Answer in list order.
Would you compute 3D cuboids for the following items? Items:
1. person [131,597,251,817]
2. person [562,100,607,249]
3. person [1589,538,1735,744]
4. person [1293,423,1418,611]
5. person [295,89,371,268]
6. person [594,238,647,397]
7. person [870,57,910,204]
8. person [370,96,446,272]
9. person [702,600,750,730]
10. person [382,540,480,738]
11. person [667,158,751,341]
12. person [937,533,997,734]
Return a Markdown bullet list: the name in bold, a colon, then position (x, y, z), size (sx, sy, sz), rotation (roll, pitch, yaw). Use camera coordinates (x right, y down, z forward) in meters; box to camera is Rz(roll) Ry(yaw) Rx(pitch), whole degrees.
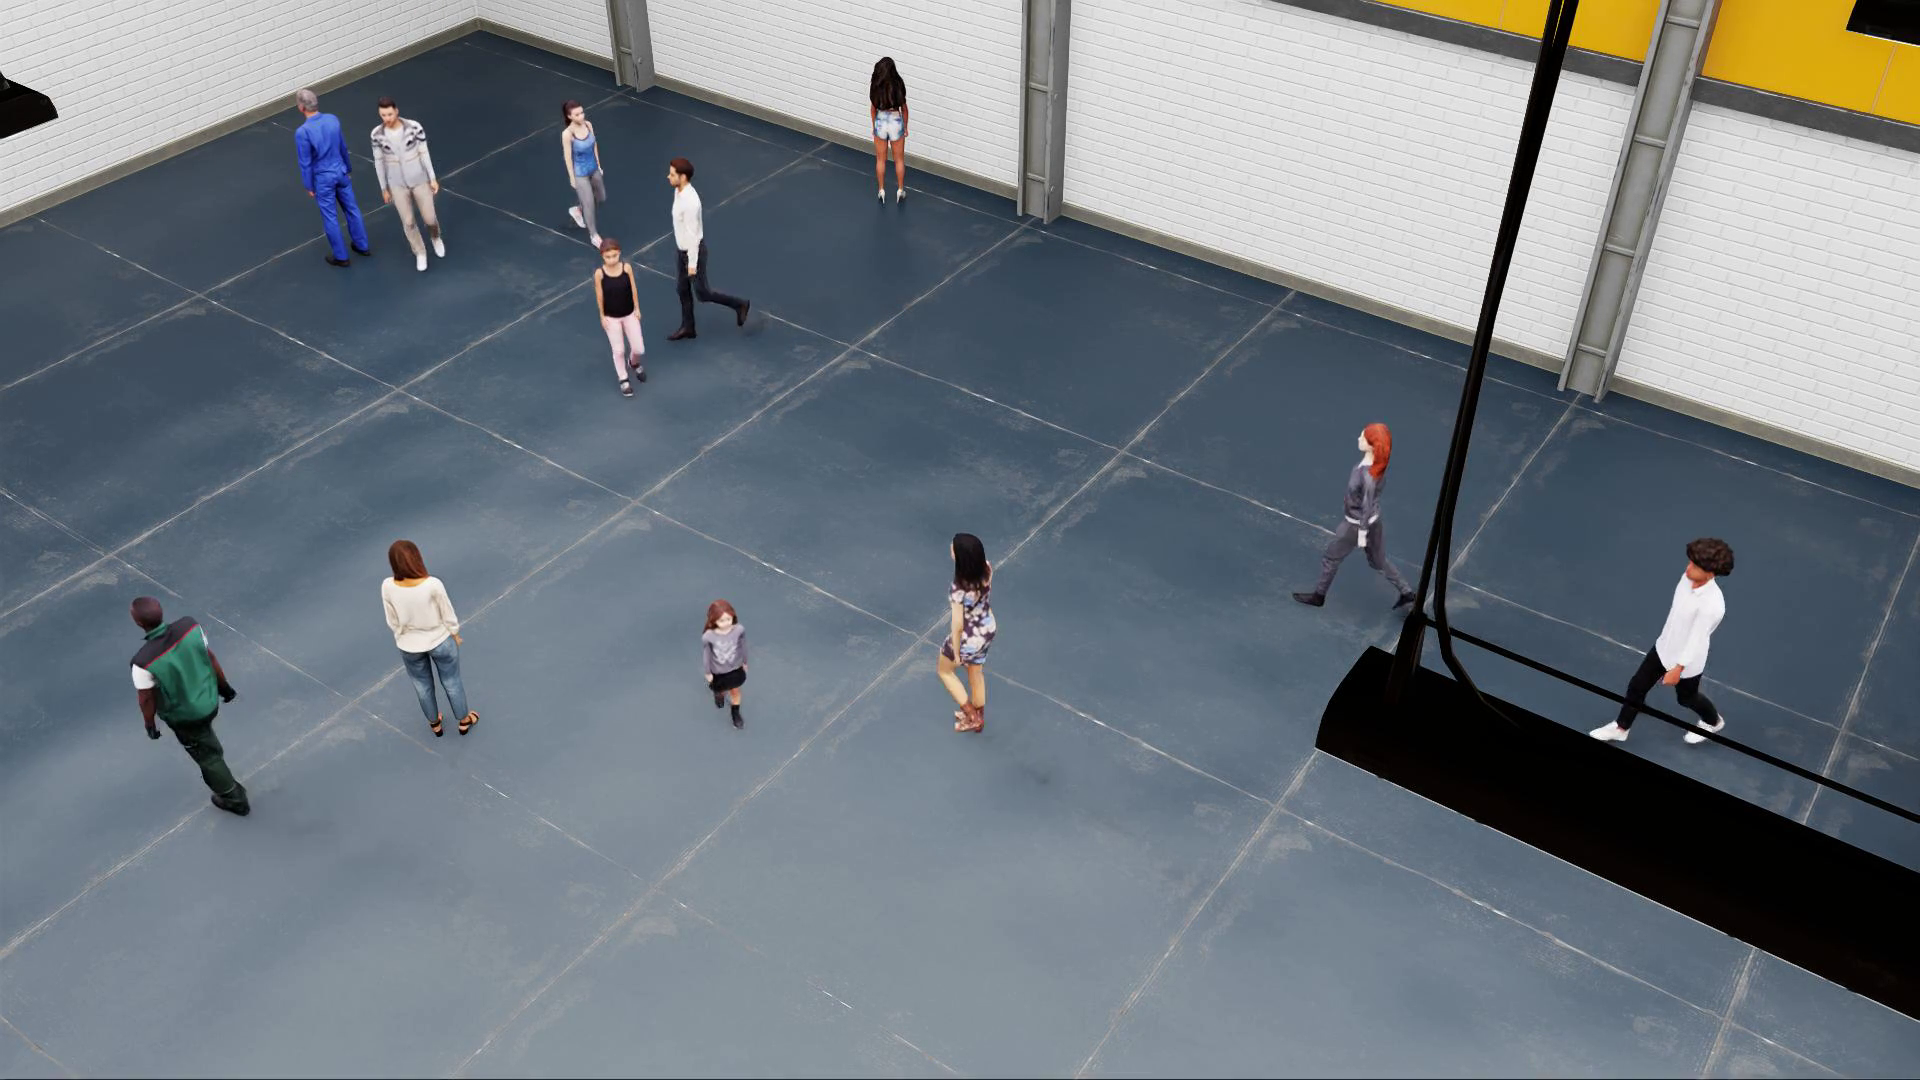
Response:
- **person**: position (-4.934, 1.116, 10.804), size (0.810, 1.821, 0.782), rotation (16, 41, 19)
- **person**: position (-3.904, -3.789, 17.124), size (0.793, 1.600, 0.570), rotation (23, 44, 26)
- **person**: position (4.987, 0.756, 11.293), size (1.197, 1.774, 1.113), rotation (-5, 39, -6)
- **person**: position (3.076, -0.125, 12.415), size (1.194, 1.750, 0.761), rotation (14, 41, 17)
- **person**: position (-6.351, -3.663, 16.787), size (0.523, 1.823, 0.715), rotation (24, 44, 27)
- **person**: position (-3.078, -2.049, 14.982), size (0.669, 1.554, 0.736), rotation (-14, 41, -17)
- **person**: position (-0.762, -4.396, 17.862), size (0.641, 1.626, 0.722), rotation (1, 39, 1)
- **person**: position (-5.548, -3.645, 16.752), size (0.862, 1.839, 0.915), rotation (-9, 39, -11)
- **person**: position (-1.666, 0.836, 11.734), size (0.618, 1.099, 0.692), rotation (-14, 41, -17)
- **person**: position (-3.671, 0.697, 11.442), size (0.670, 1.679, 0.762), rotation (0, 39, 0)
- **person**: position (-2.415, -2.689, 15.544), size (1.067, 1.852, 1.107), rotation (-14, 41, -17)
- **person**: position (0.134, 0.699, 11.403), size (0.634, 1.726, 0.624), rotation (29, 47, 31)
